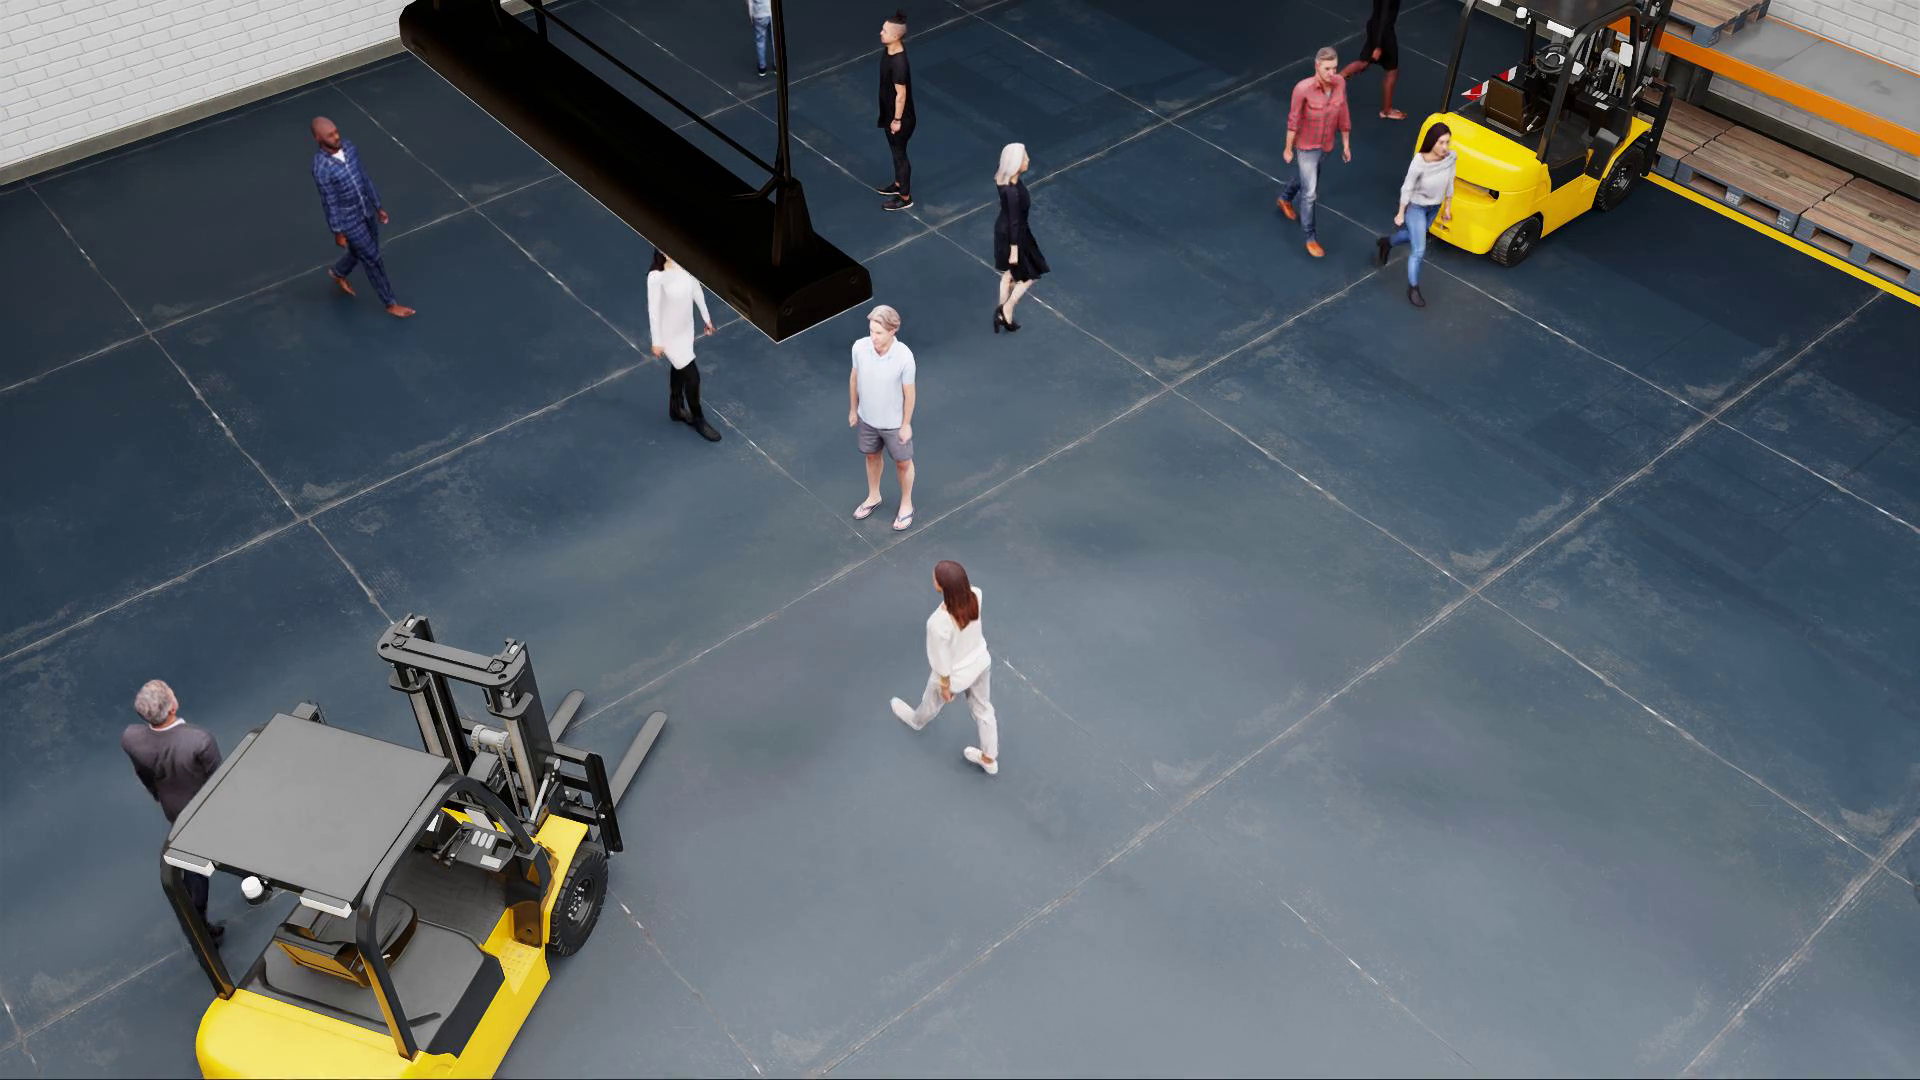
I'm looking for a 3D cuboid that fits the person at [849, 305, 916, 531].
[{"bbox_3d":[-0.517,-0.877,11.647,0.659,1.832,0.790,17,46,17],"label":"person"}]

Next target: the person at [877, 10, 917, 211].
[{"bbox_3d":[-0.563,-3.812,14.704,0.829,1.864,0.701,-8,44,-8],"label":"person"}]

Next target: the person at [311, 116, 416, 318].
[{"bbox_3d":[-5.006,-2.655,13.541,1.191,1.793,1.033,12,45,12],"label":"person"}]

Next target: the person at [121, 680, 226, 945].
[{"bbox_3d":[-4.217,1.488,9.182,1.203,1.807,1.268,3,44,3],"label":"person"}]

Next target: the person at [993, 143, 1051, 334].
[{"bbox_3d":[0.342,-2.370,13.284,0.806,1.735,0.740,-5,44,-6],"label":"person"}]

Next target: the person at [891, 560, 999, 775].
[{"bbox_3d":[0.070,0.807,10.013,1.073,1.647,0.706,32,52,29],"label":"person"}]

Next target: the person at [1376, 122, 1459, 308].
[{"bbox_3d":[3.785,-2.775,13.811,0.768,1.595,1.100,-19,47,-19],"label":"person"}]

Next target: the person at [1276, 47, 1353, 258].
[{"bbox_3d":[3.014,-3.450,14.381,0.926,1.787,1.276,-17,46,-17],"label":"person"}]

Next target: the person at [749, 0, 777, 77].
[{"bbox_3d":[-1.962,-5.281,16.684,0.564,1.260,0.603,-6,44,-6],"label":"person"}]

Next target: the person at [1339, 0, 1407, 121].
[{"bbox_3d":[3.919,-4.796,15.863,1.179,1.690,1.094,5,44,5],"label":"person"}]

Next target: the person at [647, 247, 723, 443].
[{"bbox_3d":[-2.176,-1.583,12.418,0.889,1.790,0.780,22,48,22],"label":"person"}]
